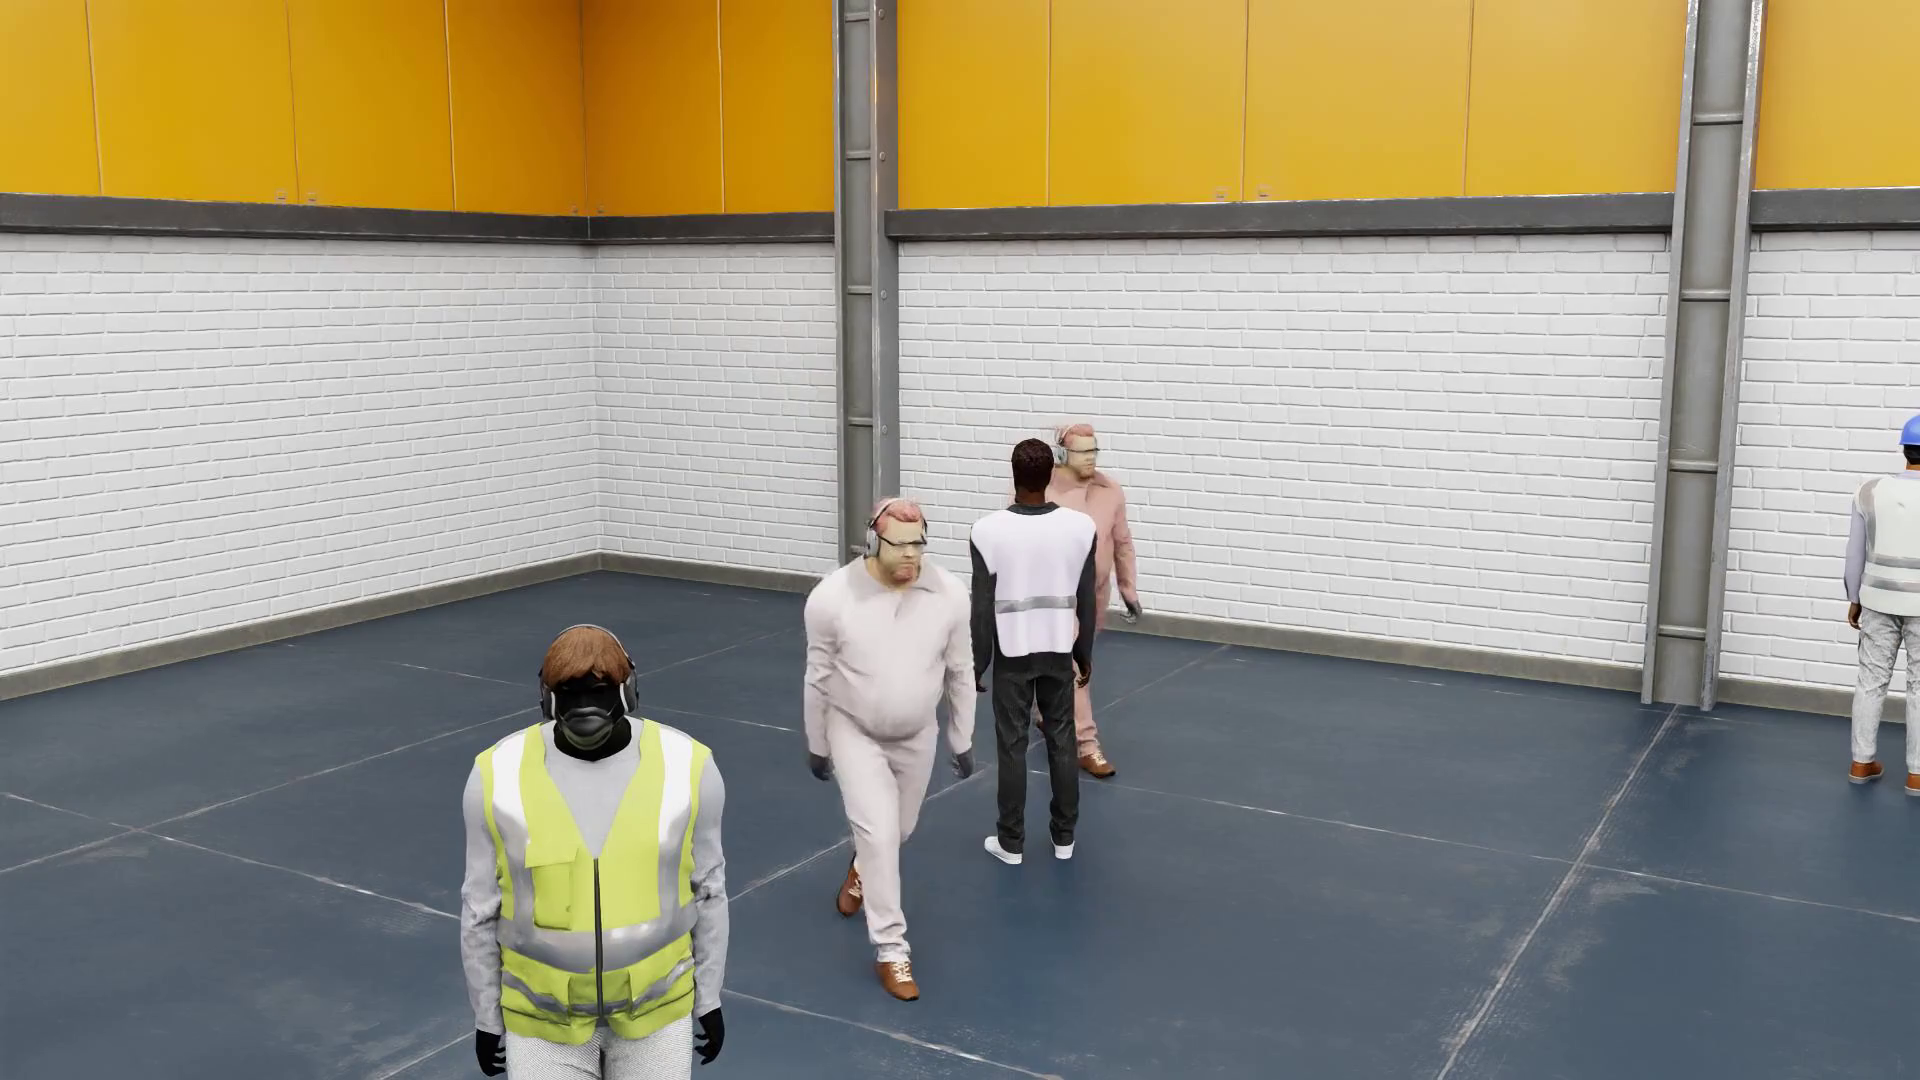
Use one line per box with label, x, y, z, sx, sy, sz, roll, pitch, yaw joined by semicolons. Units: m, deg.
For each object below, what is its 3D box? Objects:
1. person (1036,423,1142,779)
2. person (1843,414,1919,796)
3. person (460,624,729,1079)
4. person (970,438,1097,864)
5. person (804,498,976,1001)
person;0.618;0.283;9.043;0.652;1.862;0.960;-6;11;-31
person;4.842;0.325;8.486;0.397;1.944;0.616;-7;12;-37
person;-0.855;1.104;3.951;0.625;1.844;0.429;-2;9;-13
person;0.326;0.504;7.456;0.593;1.920;0.391;-2;9;-14
person;-0.298;0.717;6.403;0.651;1.850;0.932;-4;10;-21
